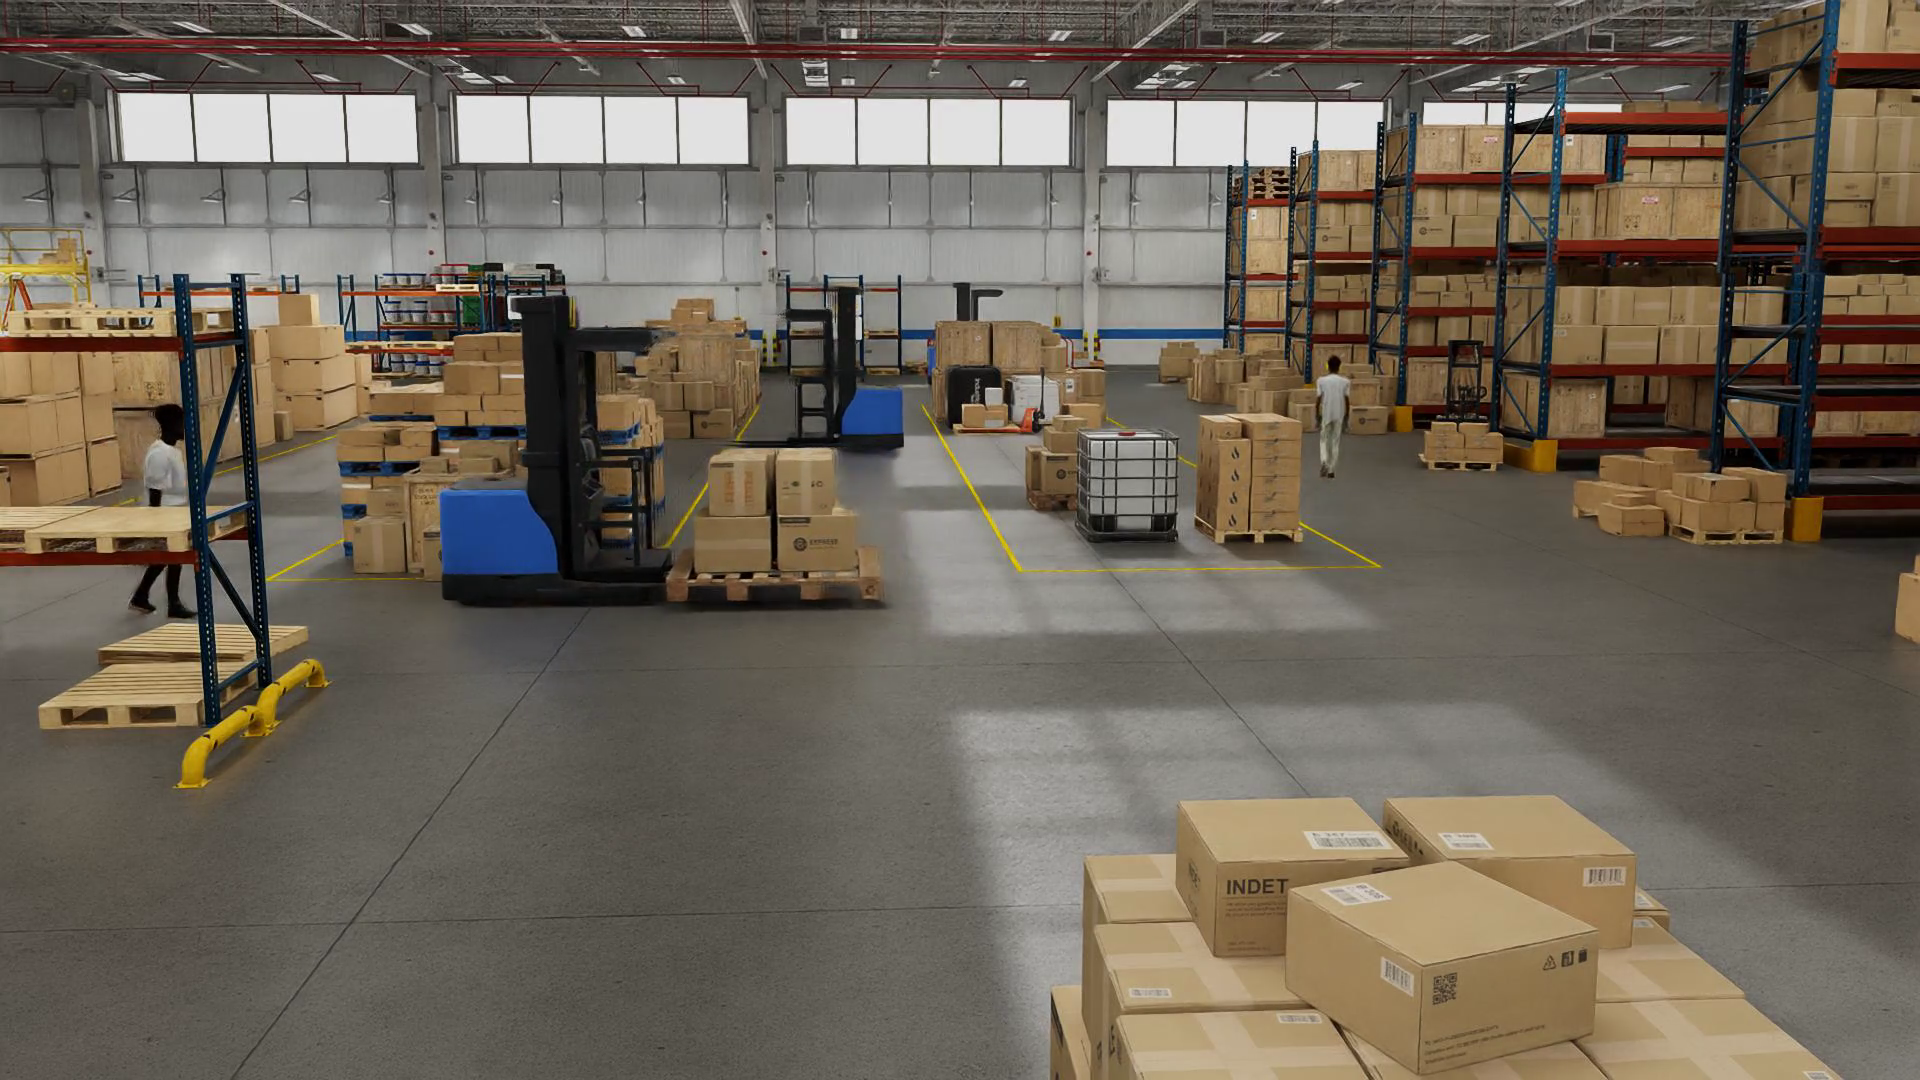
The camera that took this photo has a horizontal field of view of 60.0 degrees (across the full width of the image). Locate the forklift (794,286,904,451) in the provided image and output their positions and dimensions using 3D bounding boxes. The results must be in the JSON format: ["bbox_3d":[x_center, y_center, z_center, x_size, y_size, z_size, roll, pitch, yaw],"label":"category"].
[{"bbox_3d":[-1.923,-2.969,28.670,1.873,2.768,1.129,-1,9,-4],"label":"forklift"}]

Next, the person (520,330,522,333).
[{"bbox_3d":[-11.660,-5.146,45.298,0.630,1.936,0.366,-7,12,-39],"label":"person"}]

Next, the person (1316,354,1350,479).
[{"bbox_3d":[5.545,-1.823,24.698,0.522,1.854,0.429,2,9,10],"label":"person"}]

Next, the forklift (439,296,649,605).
[{"bbox_3d":[-3.828,-0.866,15.468,1.873,2.768,1.129,-1,9,-4],"label":"forklift"}]

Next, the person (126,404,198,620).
[{"bbox_3d":[-7.026,-0.238,14.546,0.670,1.926,0.649,-2,9,-14],"label":"person"}]

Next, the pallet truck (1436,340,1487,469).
[{"bbox_3d":[8.004,-2.170,26.422,0.823,1.965,1.885,2,9,14],"label":"pallet truck"}]

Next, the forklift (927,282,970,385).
[{"bbox_3d":[0.071,-5.570,45.004,1.873,2.768,1.129,-1,9,-4],"label":"forklift"}]
